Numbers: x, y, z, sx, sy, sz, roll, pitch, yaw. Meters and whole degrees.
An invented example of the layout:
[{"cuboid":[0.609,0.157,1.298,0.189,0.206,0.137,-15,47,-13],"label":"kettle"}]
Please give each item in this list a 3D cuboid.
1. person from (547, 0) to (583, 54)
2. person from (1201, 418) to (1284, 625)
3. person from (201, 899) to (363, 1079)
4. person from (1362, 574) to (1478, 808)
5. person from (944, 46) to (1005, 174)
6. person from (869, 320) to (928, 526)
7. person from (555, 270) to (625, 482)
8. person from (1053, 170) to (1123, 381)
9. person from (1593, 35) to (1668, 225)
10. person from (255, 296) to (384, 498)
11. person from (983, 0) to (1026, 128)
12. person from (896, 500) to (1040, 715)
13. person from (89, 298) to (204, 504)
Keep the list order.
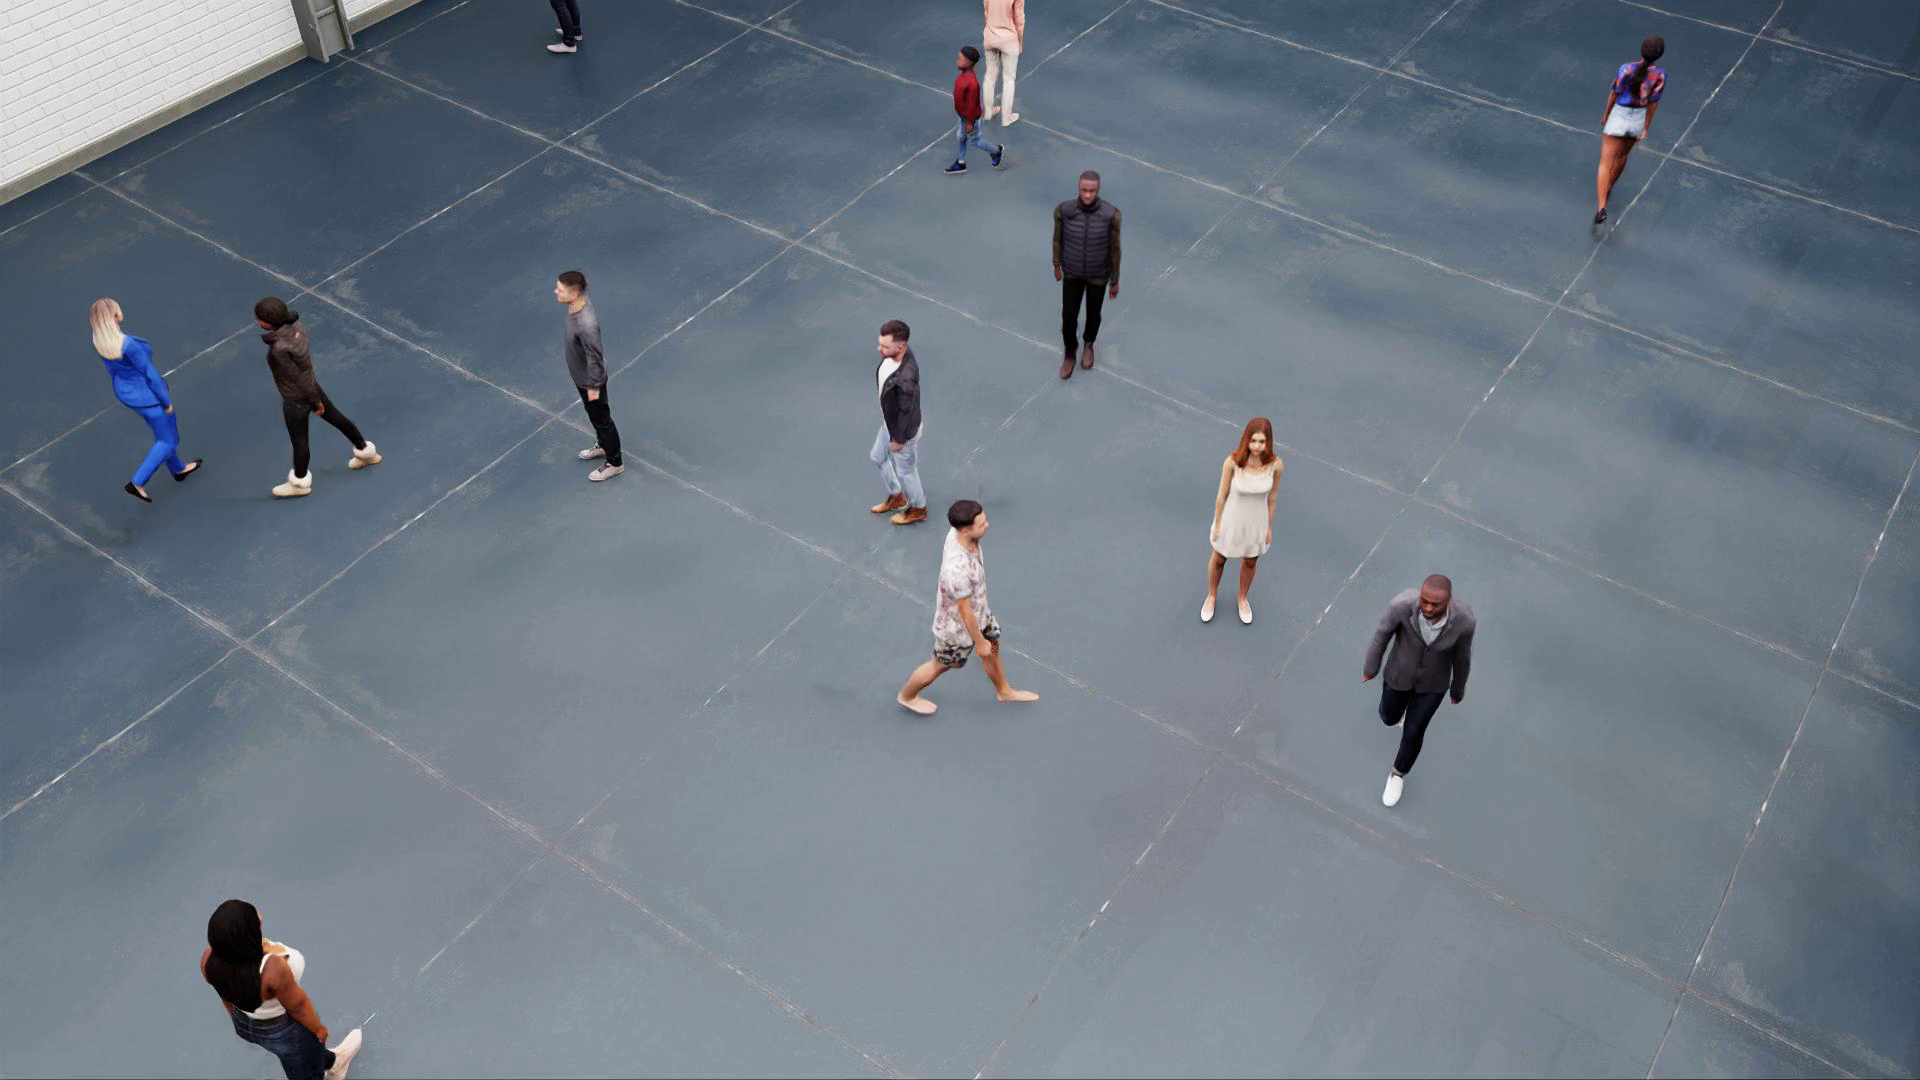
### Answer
[{"cuboid":[-4.165,-5.935,17.033,0.836,1.871,0.702,5,44,5],"label":"person"},{"cuboid":[1.886,-0.139,11.065,0.645,1.711,0.671,4,44,5],"label":"person"},{"cuboid":[-3.433,2.481,8.266,0.822,1.777,1.223,15,46,15],"label":"person"},{"cuboid":[2.772,0.770,10.055,0.921,1.788,1.111,13,45,13],"label":"person"},{"cuboid":[0.146,-3.973,15.432,0.871,1.237,0.758,-15,46,-15],"label":"person"},{"cuboid":[-0.330,-0.820,11.700,0.836,1.820,0.785,-9,44,-9],"label":"person"},{"cuboid":[-2.707,-1.221,12.164,0.705,1.761,0.698,-17,46,-17],"label":"person"},{"cuboid":[1.012,-2.145,13.093,0.850,1.816,0.880,6,44,6],"label":"person"},{"cuboid":[5.872,-3.605,14.707,0.886,1.706,1.197,8,44,8],"label":"person"},{"cuboid":[-4.914,-1.059,12.073,1.022,1.653,1.022,-13,45,-13],"label":"person"},{"cuboid":[0.399,-4.816,15.964,0.609,1.725,0.550,20,47,20],"label":"person"},{"cuboid":[-0.080,0.474,10.371,1.058,1.779,1.191,6,44,6],"label":"person"},{"cuboid":[-5.925,-0.951,11.939,0.655,1.681,0.919,21,48,21],"label":"person"}]
